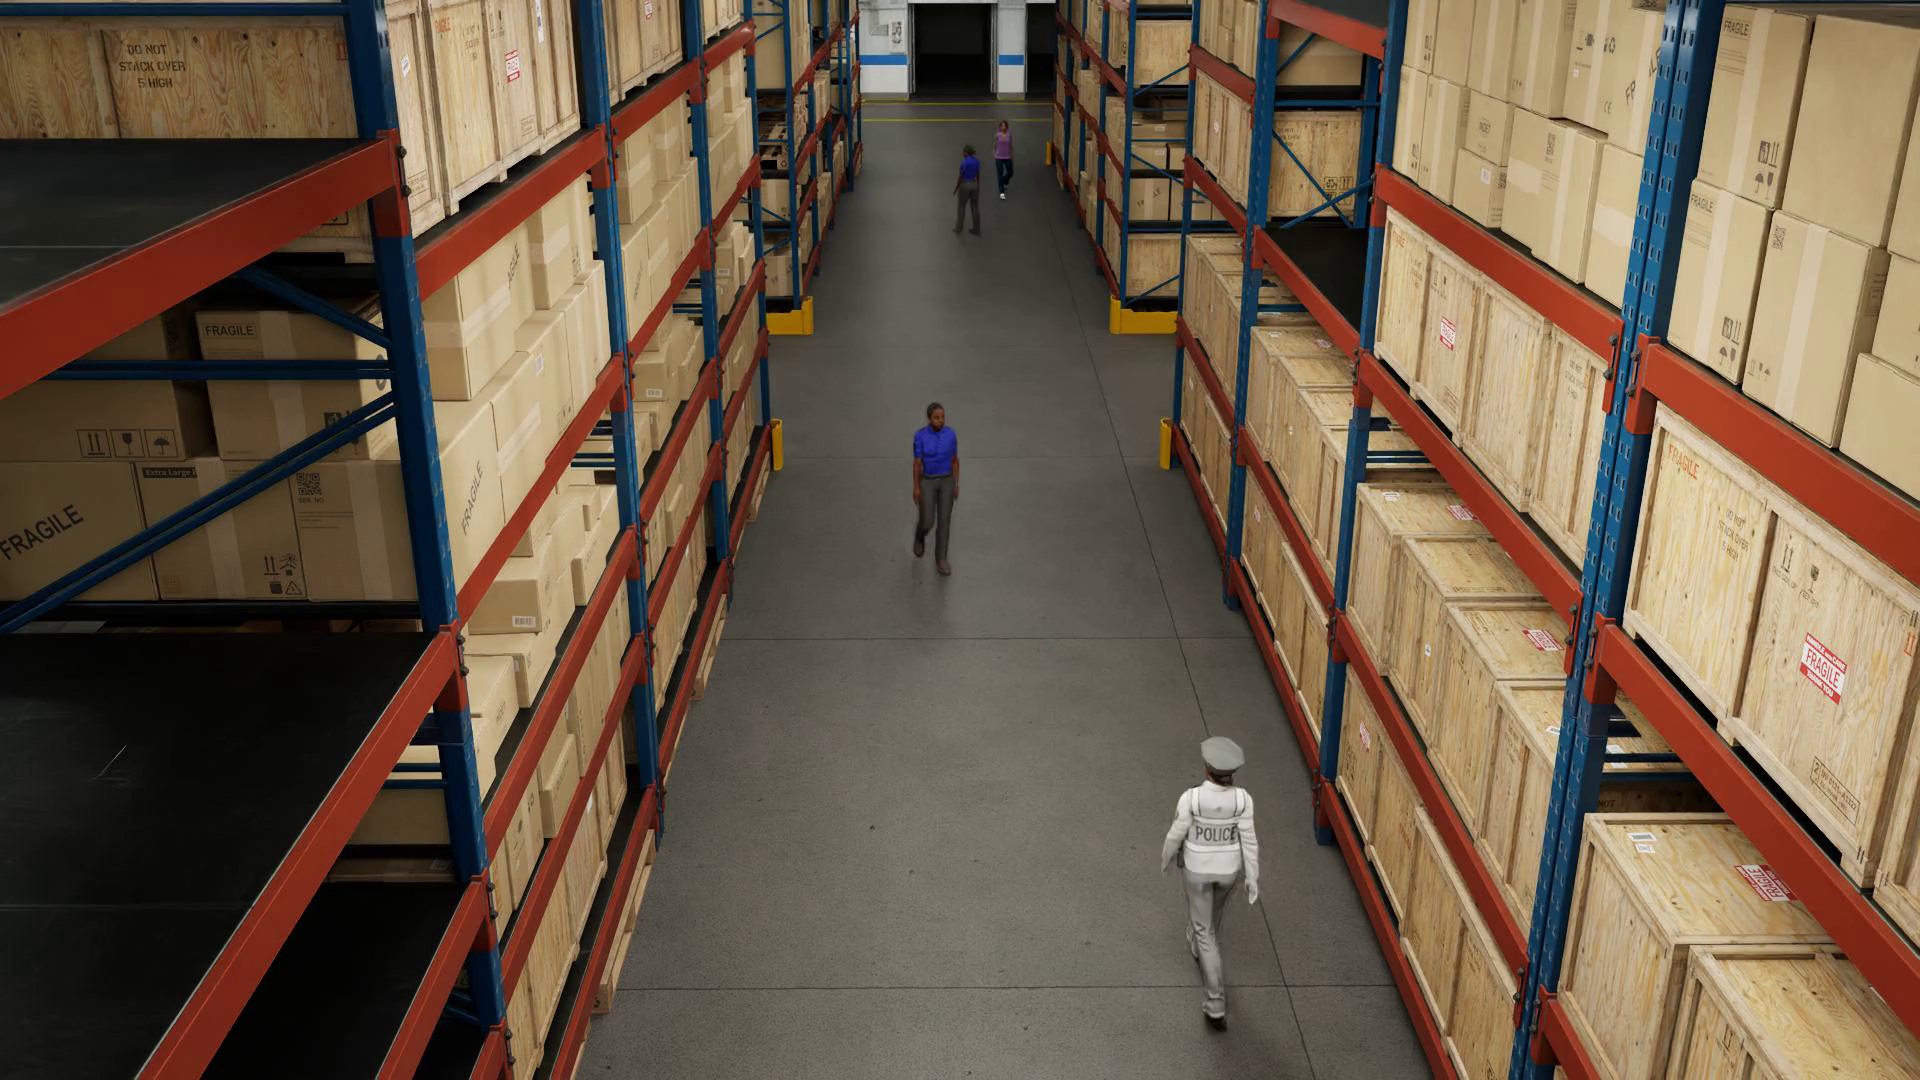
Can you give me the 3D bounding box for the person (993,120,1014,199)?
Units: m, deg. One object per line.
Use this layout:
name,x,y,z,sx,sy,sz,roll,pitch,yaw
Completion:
person,0.918,-8.036,35.081,0.440,1.600,0.508,-4,22,-10

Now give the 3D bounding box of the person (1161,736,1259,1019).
person,1.463,1.911,9.791,0.531,1.641,0.964,-3,22,-7

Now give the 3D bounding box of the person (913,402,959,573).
person,-0.236,-0.527,15.957,0.461,1.660,0.501,-7,23,-17

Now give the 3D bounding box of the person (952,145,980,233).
person,0.109,-6.636,31.448,0.518,1.659,0.456,-18,28,-38
